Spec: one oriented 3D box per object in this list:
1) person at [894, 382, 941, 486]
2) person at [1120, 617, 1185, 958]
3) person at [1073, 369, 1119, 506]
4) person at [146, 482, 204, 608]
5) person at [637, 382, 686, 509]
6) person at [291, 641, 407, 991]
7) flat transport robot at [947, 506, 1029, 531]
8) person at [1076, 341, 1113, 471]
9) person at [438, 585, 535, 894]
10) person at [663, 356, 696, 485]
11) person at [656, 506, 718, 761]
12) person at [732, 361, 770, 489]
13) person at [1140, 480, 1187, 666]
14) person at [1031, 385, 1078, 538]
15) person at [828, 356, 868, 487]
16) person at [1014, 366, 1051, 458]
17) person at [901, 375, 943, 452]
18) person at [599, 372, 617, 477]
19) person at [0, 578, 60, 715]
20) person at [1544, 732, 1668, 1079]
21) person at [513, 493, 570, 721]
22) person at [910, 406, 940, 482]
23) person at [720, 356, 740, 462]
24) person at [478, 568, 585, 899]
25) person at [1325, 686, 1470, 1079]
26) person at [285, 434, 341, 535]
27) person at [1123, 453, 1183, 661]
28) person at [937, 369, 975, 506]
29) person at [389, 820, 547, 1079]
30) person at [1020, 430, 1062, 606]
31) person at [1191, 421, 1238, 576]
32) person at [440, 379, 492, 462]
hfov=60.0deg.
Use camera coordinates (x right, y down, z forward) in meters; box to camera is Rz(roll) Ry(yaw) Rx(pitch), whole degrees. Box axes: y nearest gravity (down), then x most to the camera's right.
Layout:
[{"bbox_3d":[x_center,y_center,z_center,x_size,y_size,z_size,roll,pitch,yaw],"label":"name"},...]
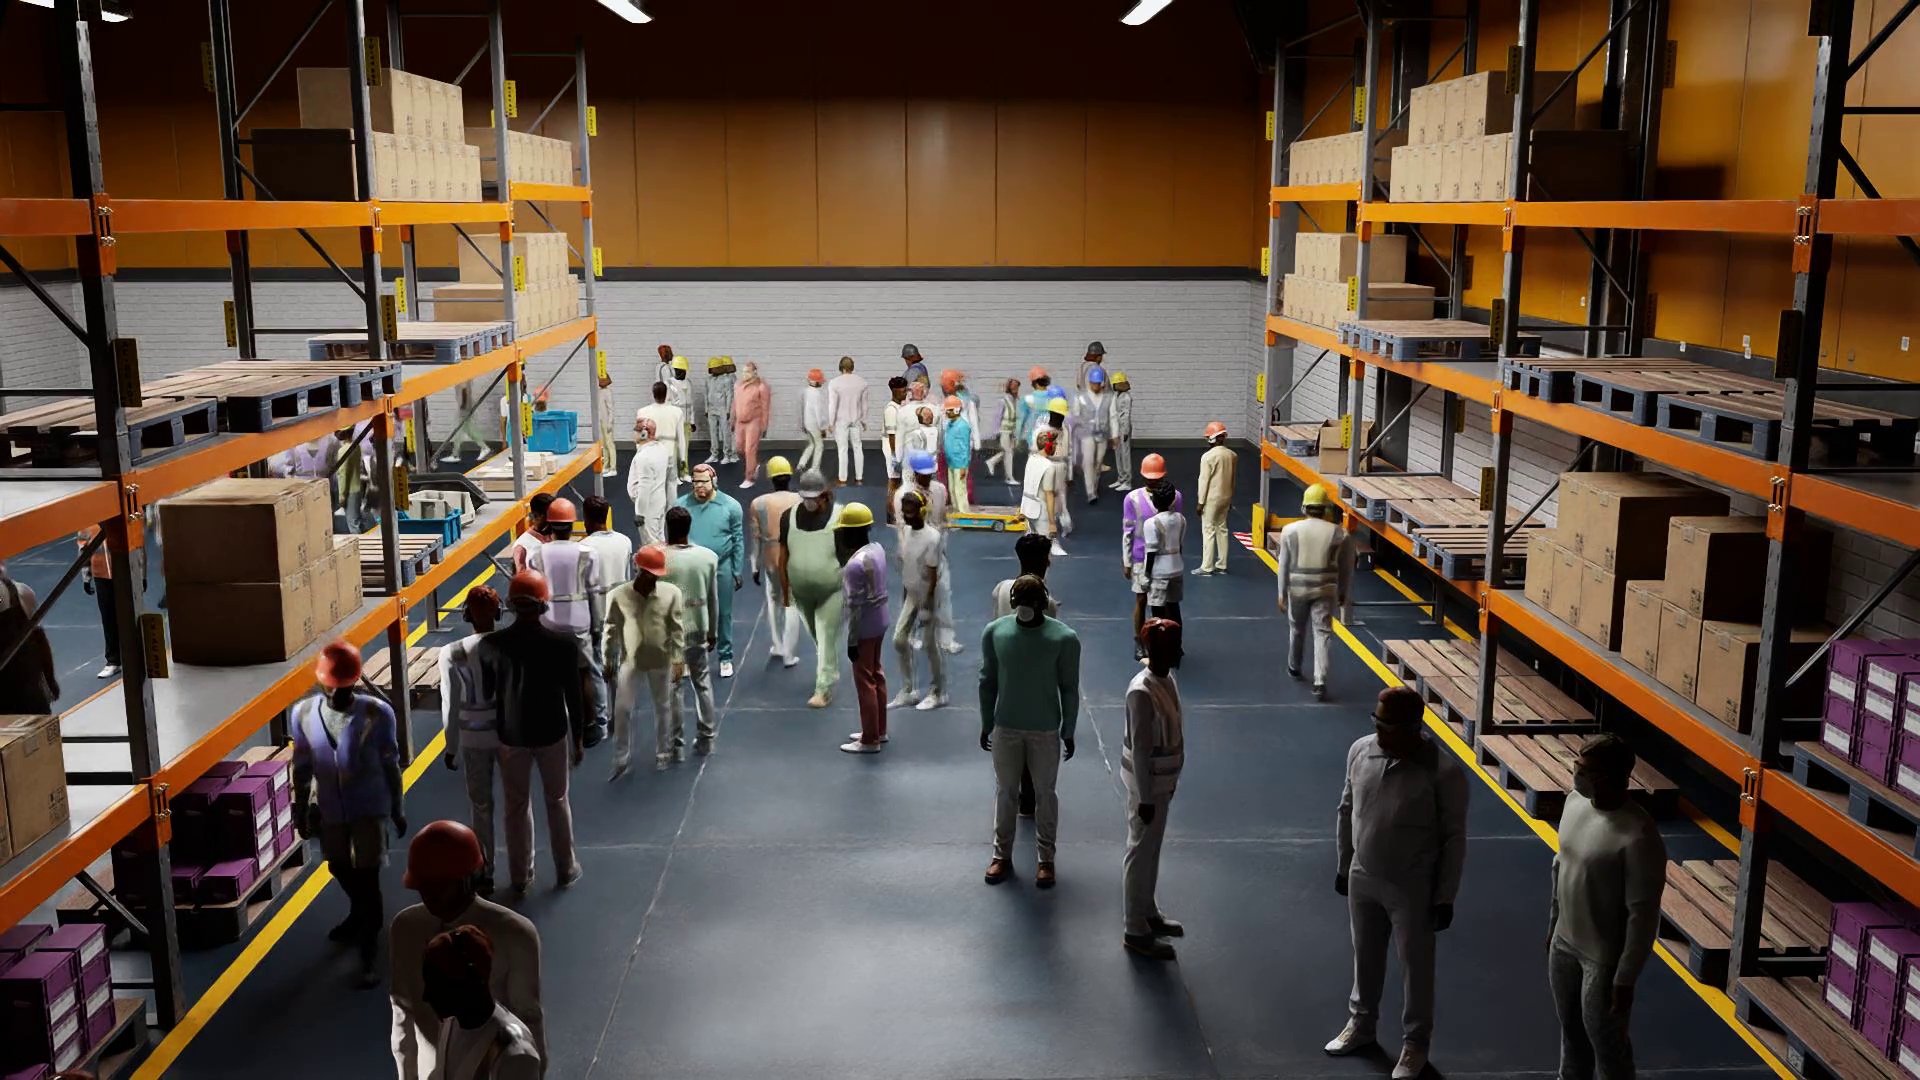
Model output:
[{"bbox_3d":[-0.562,-1.092,21.486,0.652,1.898,0.396,-6,13,-28],"label":"person"},{"bbox_3d":[1.081,1.352,9.253,0.359,1.883,0.573,4,12,21],"label":"person"},{"bbox_3d":[1.898,-1.445,23.252,0.613,1.884,1.019,-1,11,-7],"label":"person"},{"bbox_3d":[-8.155,-0.263,17.316,0.596,1.907,0.550,-7,13,-30],"label":"person"},{"bbox_3d":[-3.869,-1.115,21.612,0.623,1.887,0.853,-1,11,-7],"label":"person"},{"bbox_3d":[-3.275,1.404,8.998,0.608,1.898,0.770,1,11,4],"label":"person"},{"bbox_3d":[0.228,-0.295,21.566,1.431,0.197,0.652,2,11,9],"label":"flat transport robot"},{"bbox_3d":[2.158,-2.116,26.240,0.535,2.000,0.674,-5,12,-23],"label":"person"},{"bbox_3d":[-2.827,1.197,10.027,0.575,1.882,0.359,-7,13,-30],"label":"person"},{"bbox_3d":[-4.186,-1.793,24.907,0.364,1.928,0.587,7,14,33],"label":"person"},{"bbox_3d":[-2.062,0.700,12.474,0.594,1.909,0.403,-9,15,-39],"label":"person"},{"bbox_3d":[-3.106,-1.716,24.637,0.683,1.879,0.531,7,13,31],"label":"person"},{"bbox_3d":[1.826,0.305,14.964,0.322,1.697,0.536,11,16,43],"label":"person"},{"bbox_3d":[1.222,-0.995,20.967,0.610,1.914,0.961,-7,13,-30],"label":"person"},{"bbox_3d":[-1.665,-1.760,24.714,0.637,1.936,0.355,-6,13,-27],"label":"person"},{"bbox_3d":[1.065,-1.353,22.533,0.621,1.989,1.012,-4,12,-18],"label":"person"},{"bbox_3d":[-0.534,-1.290,22.526,0.622,1.879,1.026,-1,11,-7],"label":"person"},{"bbox_3d":[-5.485,-1.796,25.659,0.280,1.634,0.498,-8,14,-34],"label":"person"},{"bbox_3d":[-6.341,0.934,10.950,0.624,2.000,0.726,10,15,41],"label":"person"},{"bbox_3d":[2.708,1.752,7.103,0.373,1.940,0.630,-3,12,-13],"label":"person"},{"bbox_3d":[-3.301,0.559,13.174,0.396,1.909,0.600,4,12,19],"label":"person"},{"bbox_3d":[-0.438,-0.873,21.018,0.306,1.639,0.523,8,14,35],"label":"person"},{"bbox_3d":[-3.759,-2.133,27.096,0.331,1.737,0.490,1,11,3],"label":"person"},{"bbox_3d":[-2.560,1.151,9.989,0.622,1.990,0.398,-1,11,-7],"label":"person"},{"bbox_3d":[2.050,1.612,7.892,0.402,1.904,0.652,-11,15,-43],"label":"person"},{"bbox_3d":[-7.268,-0.566,18.858,0.685,1.912,0.459,-5,12,-22],"label":"person"},{"bbox_3d":[1.758,0.160,15.132,0.550,1.924,0.391,-1,11,-3],"label":"person"},{"bbox_3d":[-0.188,-1.317,22.445,0.968,1.948,0.616,-6,13,-28],"label":"person"},{"bbox_3d":[-1.783,1.949,6.008,0.617,1.986,0.408,3,12,14],"label":"person"},{"bbox_3d":[0.840,-0.223,17.276,0.394,1.836,0.560,-4,12,-19],"label":"person"},{"bbox_3d":[2.866,-0.465,18.734,0.568,1.738,0.351,-10,15,-42],"label":"person"},{"bbox_3d":[-8.080,-2.191,27.132,0.755,1.843,0.547,-2,11,-10],"label":"person"}]
